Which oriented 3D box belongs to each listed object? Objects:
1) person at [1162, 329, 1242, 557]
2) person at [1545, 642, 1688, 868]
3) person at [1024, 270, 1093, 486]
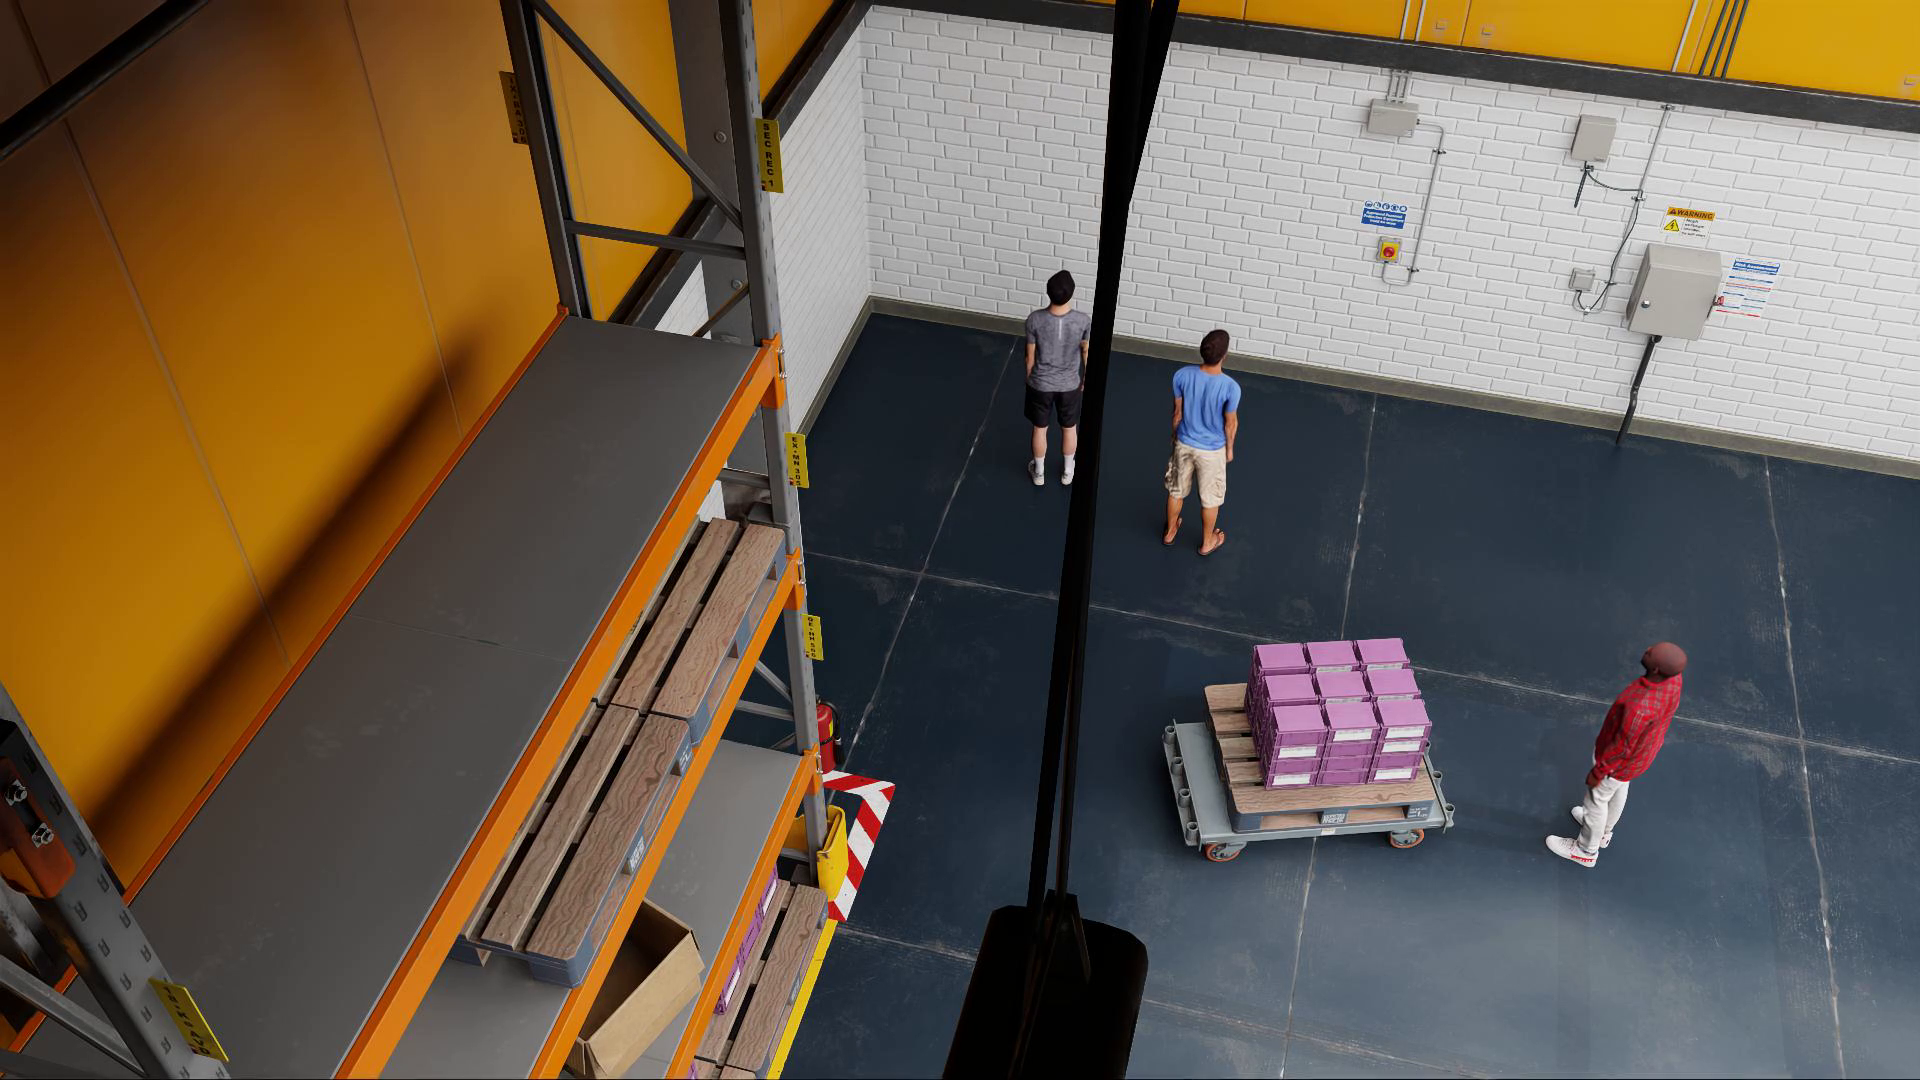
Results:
[{"bbox_3d":[1.685,-0.679,11.641,0.685,1.863,0.611,18,47,18],"label":"person"},{"bbox_3d":[3.872,1.226,9.672,0.705,1.820,0.818,-33,53,-30],"label":"person"},{"bbox_3d":[0.696,-1.165,12.145,0.713,1.871,0.643,0,44,0],"label":"person"}]
